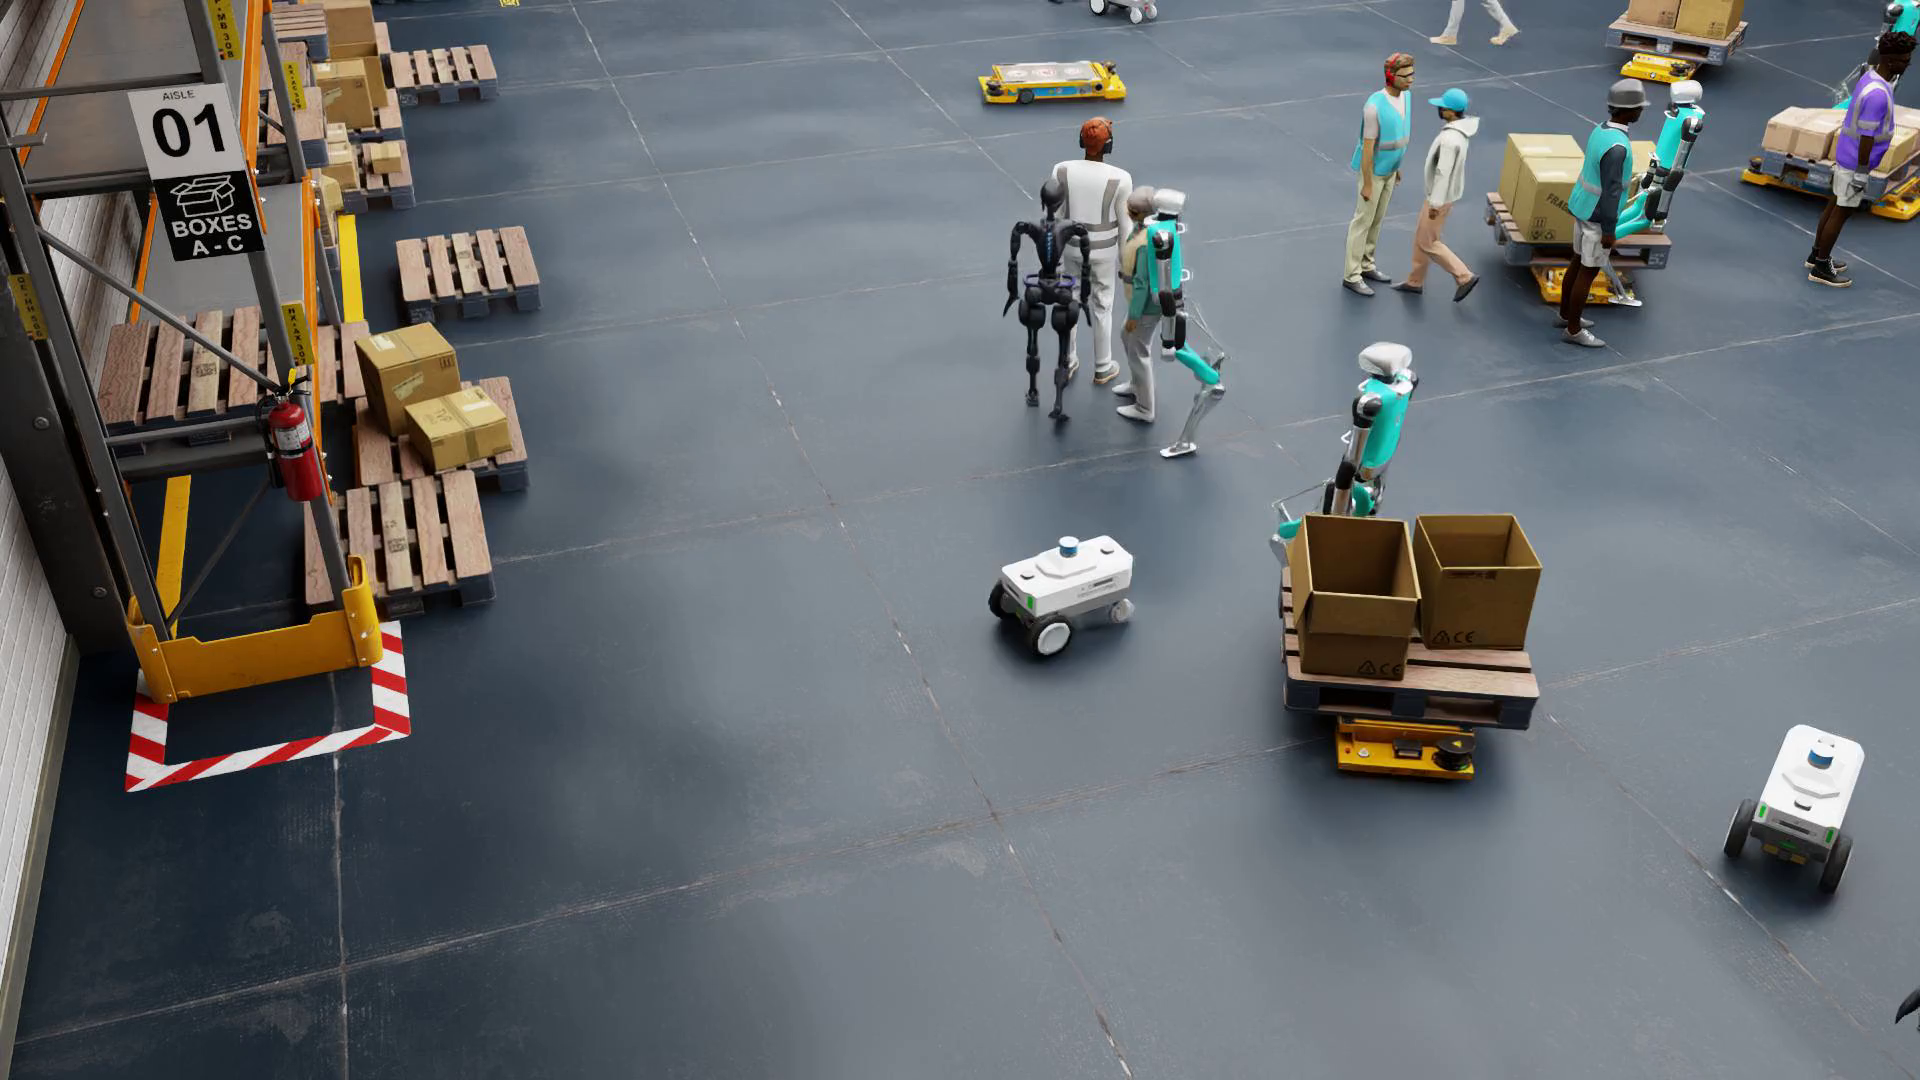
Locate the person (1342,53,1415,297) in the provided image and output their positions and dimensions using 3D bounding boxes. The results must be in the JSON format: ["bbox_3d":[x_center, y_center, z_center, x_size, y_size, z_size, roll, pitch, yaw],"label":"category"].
[{"bbox_3d":[3.201,-2.811,12.726,0.391,1.847,0.563,24,40,32],"label":"person"}]

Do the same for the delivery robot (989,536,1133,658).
[{"bbox_3d":[0.573,0.271,9.199,0.815,0.614,0.499,-17,37,-24],"label":"delivery robot"}]

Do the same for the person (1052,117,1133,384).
[{"bbox_3d":[0.893,-1.968,11.398,0.582,1.882,0.338,12,35,17],"label":"person"}]

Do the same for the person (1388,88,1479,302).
[{"bbox_3d":[3.668,-2.583,12.549,0.599,1.661,0.481,12,35,17],"label":"person"}]

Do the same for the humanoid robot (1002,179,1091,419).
[{"bbox_3d":[0.570,-1.570,10.996,0.601,1.648,0.545,3,33,5],"label":"humanoid robot"}]

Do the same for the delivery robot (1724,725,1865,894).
[{"bbox_3d":[3.931,1.216,7.740,0.499,0.604,0.808,20,38,28],"label":"delivery robot"}]

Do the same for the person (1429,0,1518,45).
[{"bbox_3d":[5.729,-6.284,18.071,0.892,1.844,0.446,10,35,16],"label":"person"}]

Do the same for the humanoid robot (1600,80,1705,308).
[{"bbox_3d":[4.974,-2.565,12.326,0.735,1.677,0.533,3,33,5],"label":"humanoid robot"}]

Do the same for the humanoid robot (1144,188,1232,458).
[{"bbox_3d":[1.487,-1.352,10.599,0.700,1.804,0.553,2,33,4],"label":"humanoid robot"}]

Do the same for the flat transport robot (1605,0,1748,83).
[{"bbox_3d":[7.623,-5.193,17.823,0.659,0.231,1.431,20,38,28],"label":"flat transport robot"}]

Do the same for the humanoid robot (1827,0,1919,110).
[{"bbox_3d":[8.088,-4.173,14.900,0.533,1.780,0.668,-20,38,-28],"label":"humanoid robot"}]

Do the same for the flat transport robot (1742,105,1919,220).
[{"bbox_3d":[7.785,-3.178,14.733,1.431,0.231,0.659,28,42,36],"label":"flat transport robot"}]

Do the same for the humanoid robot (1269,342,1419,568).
[{"bbox_3d":[1.976,-0.251,8.961,0.728,1.858,0.560,24,40,32],"label":"humanoid robot"}]

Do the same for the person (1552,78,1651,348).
[{"bbox_3d":[4.565,-2.340,11.918,0.418,1.942,0.551,3,33,5],"label":"person"}]

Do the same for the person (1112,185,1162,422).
[{"bbox_3d":[1.210,-1.568,10.964,0.463,1.683,0.599,6,34,9],"label":"person"}]

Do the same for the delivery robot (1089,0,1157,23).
[{"bbox_3d":[1.922,-6.368,19.361,0.499,0.592,0.774,-28,42,-35],"label":"delivery robot"}]

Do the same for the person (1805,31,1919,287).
[{"bbox_3d":[6.938,-2.944,12.822,0.361,1.964,0.612,11,35,17],"label":"person"}]

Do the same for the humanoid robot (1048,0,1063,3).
[{"bbox_3d":[1.310,-7.219,19.637,0.589,1.648,0.382,-4,33,-5],"label":"humanoid robot"}]

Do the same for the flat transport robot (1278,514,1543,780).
[{"bbox_3d":[2.280,0.717,8.759,0.659,0.231,1.431,4,33,6],"label":"flat transport robot"}]

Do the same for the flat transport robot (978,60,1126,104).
[{"bbox_3d":[0.939,-4.696,17.060,1.431,0.231,0.659,-4,33,-6],"label":"flat transport robot"}]

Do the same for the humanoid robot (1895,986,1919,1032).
[{"bbox_3d":[3.704,1.722,5.922,0.409,1.649,0.602,-27,42,-35],"label":"humanoid robot"}]

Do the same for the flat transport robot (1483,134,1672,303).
[{"bbox_3d":[4.888,-2.274,13.346,0.659,0.231,1.431,2,33,3],"label":"flat transport robot"}]
